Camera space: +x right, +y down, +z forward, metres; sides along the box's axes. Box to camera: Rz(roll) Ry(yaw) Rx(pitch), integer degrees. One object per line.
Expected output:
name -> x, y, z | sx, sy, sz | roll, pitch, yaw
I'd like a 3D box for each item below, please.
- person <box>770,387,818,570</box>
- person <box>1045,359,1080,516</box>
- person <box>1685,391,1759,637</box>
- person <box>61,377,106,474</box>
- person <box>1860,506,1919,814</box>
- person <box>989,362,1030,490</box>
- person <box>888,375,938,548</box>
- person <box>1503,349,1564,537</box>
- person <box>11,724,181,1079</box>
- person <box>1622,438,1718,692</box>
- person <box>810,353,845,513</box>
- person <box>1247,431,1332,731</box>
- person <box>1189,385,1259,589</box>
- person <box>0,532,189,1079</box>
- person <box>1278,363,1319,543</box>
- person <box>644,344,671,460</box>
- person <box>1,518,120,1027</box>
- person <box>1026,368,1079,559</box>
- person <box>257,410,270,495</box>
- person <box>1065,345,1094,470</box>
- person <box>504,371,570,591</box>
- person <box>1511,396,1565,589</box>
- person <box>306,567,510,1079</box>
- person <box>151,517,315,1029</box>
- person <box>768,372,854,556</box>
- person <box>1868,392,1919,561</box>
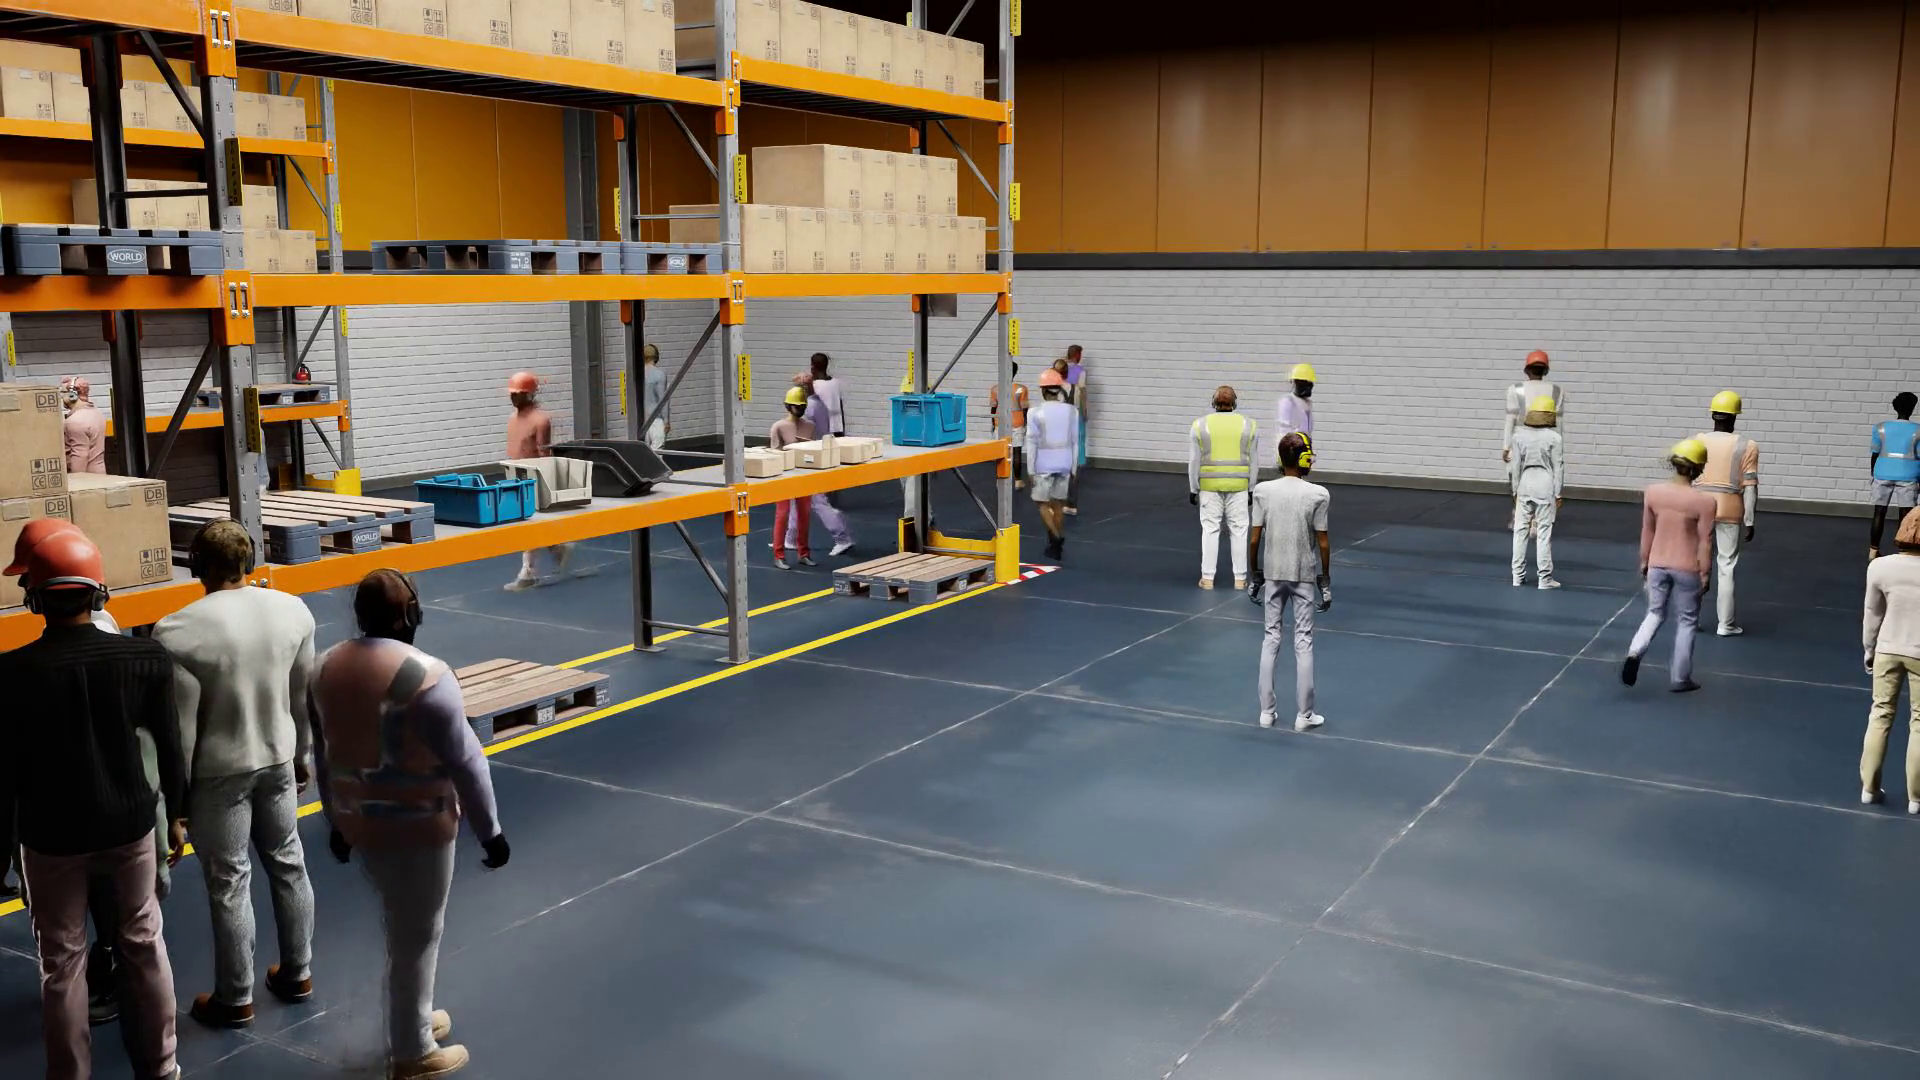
person -> -1.580, -0.594, 16.015 | 0.533, 1.759, 0.344 | -7, 12, -38
person -> 1.182, -1.190, 19.455 | 0.508, 1.844, 0.336 | -7, 11, -37
person -> 5.935, -0.203, 13.039 | 0.588, 1.927, 0.370 | 8, 12, 39
person -> -7.994, -0.530, 15.149 | 0.408, 1.908, 0.646 | -2, 9, -13
person -> 5.028, 0.628, 8.803 | 0.282, 1.625, 0.492 | -7, 11, -36
person -> 0.646, -1.500, 21.888 | 0.555, 1.699, 0.384 | 3, 9, 16
person -> -0.471, -0.847, 17.487 | 0.599, 1.797, 0.879 | 6, 11, 33
person -> 6.190, -1.051, 18.042 | 0.635, 2.018, 0.638 | 1, 9, 4
person -> -2.940, 1.129, 5.636 | 0.497, 1.636, 0.286 | -2, 9, -14
person -> 4.780, 0.185, 11.175 | 0.585, 1.746, 0.533 | -7, 12, -39
person -> -1.699, -1.268, 19.768 | 0.691, 1.895, 0.630 | 5, 10, 29
person -> 2.056, 0.258, 10.369 | 0.535, 1.862, 0.313 | 4, 10, 26
person -> 2.365, -0.468, 14.962 | 0.624, 1.845, 0.430 | 1, 9, 4
person -> -2.916, 0.961, 5.564 | 0.622, 1.994, 0.381 | -7, 12, -38
person -> 3.501, -0.899, 17.424 | 0.489, 1.912, 0.611 | 8, 12, 39
person -> -3.971, -1.561, 21.479 | 0.635, 1.939, 0.360 | 7, 11, 37
person -> -3.345, 0.873, 6.301 | 0.373, 1.933, 0.551 | -8, 12, -43
person -> 0.928, -0.723, 16.356 | 0.546, 1.916, 0.633 | -3, 9, -16
person -> -6.767, -0.524, 15.955 | 0.268, 1.632, 0.507 | -2, 9, -13
person -> 1.614, -1.907, 24.004 | 0.694, 1.825, 0.605 | -8, 12, -41
person -> -3.840, -0.544, 15.021 | 0.623, 1.975, 0.692 | 8, 12, 41
person -> 5.234, -0.429, 15.052 | 0.483, 1.736, 0.311 | 9, 13, 44
person -> -1.913, 1.002, 5.861 | 0.686, 1.827, 0.543 | 5, 11, 30
person -> -2.731, 0.872, 6.298 | 0.373, 1.940, 0.630 | 6, 11, 35
person -> -1.491, -0.768, 16.799 | 0.945, 1.863, 0.632 | 2, 9, 10
person -> 9.195, -0.608, 16.312 | 0.530, 1.689, 0.321 | 7, 11, 37
